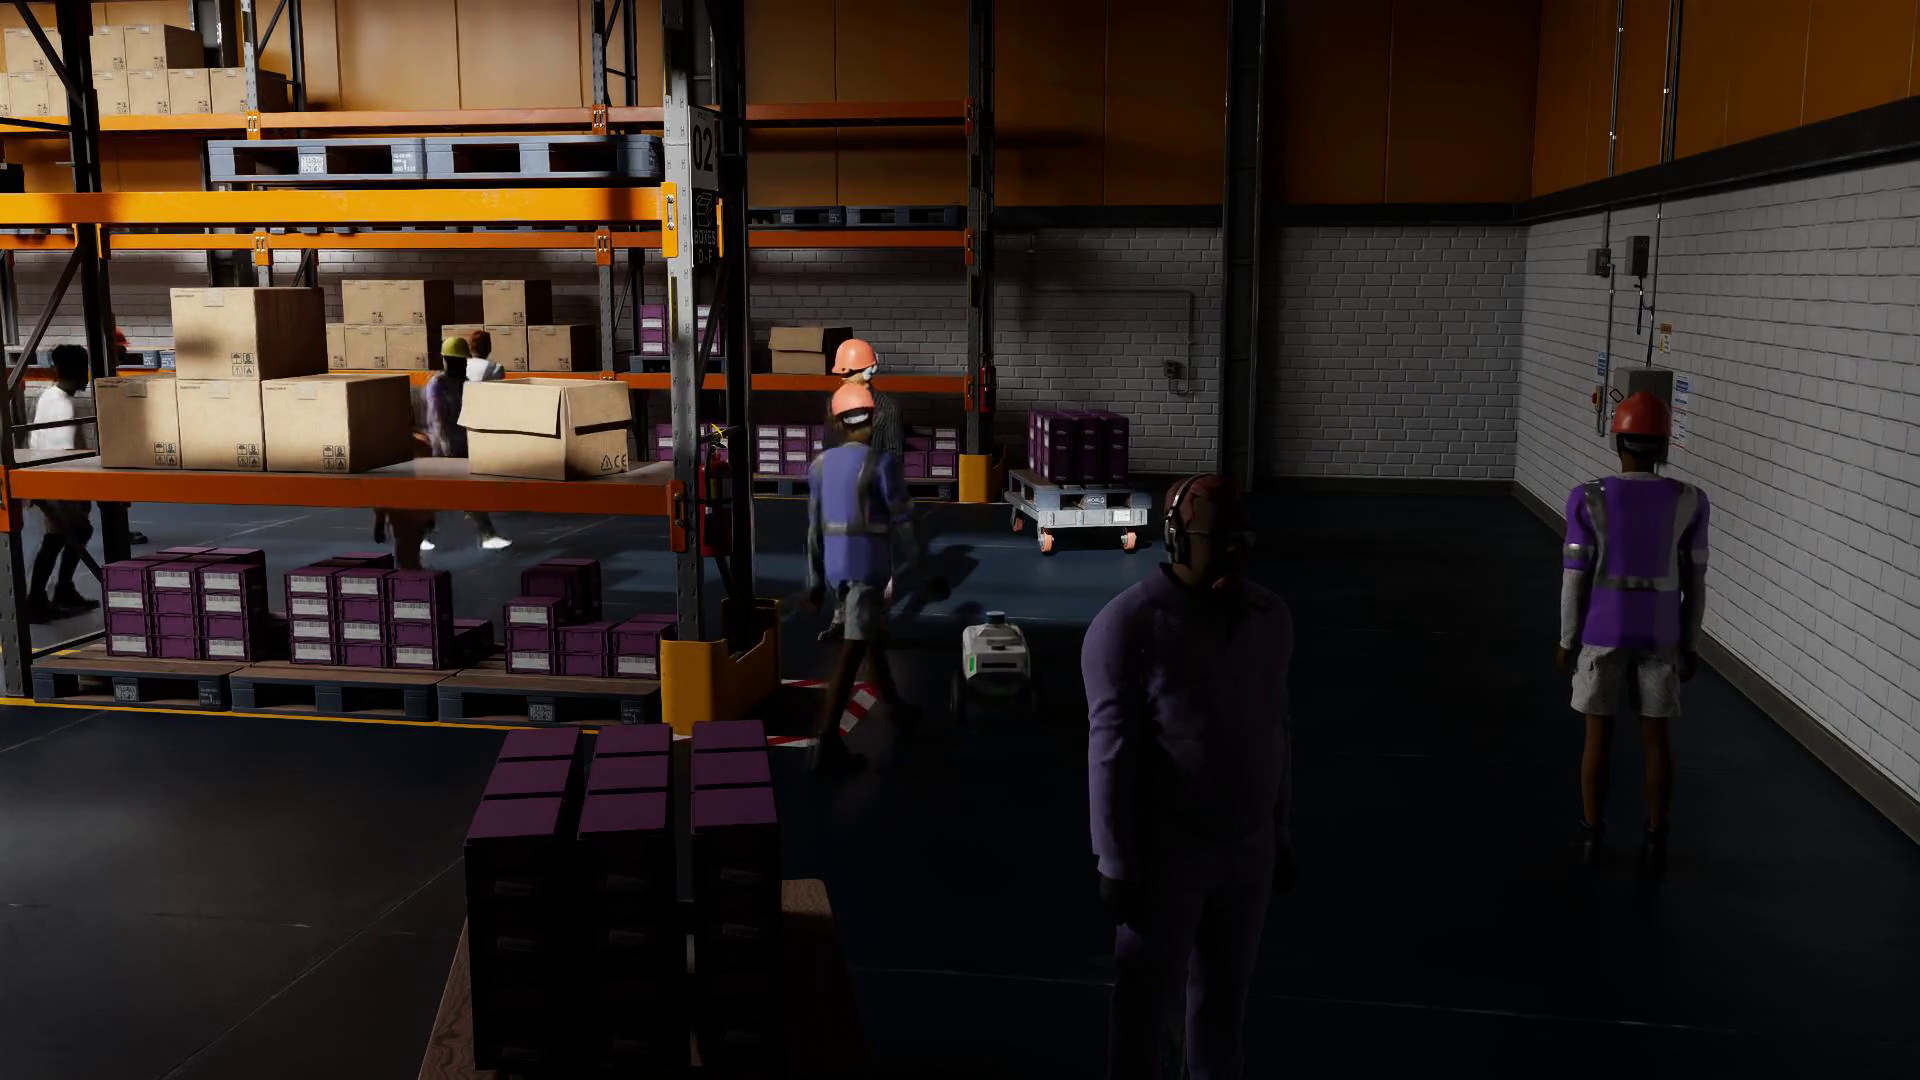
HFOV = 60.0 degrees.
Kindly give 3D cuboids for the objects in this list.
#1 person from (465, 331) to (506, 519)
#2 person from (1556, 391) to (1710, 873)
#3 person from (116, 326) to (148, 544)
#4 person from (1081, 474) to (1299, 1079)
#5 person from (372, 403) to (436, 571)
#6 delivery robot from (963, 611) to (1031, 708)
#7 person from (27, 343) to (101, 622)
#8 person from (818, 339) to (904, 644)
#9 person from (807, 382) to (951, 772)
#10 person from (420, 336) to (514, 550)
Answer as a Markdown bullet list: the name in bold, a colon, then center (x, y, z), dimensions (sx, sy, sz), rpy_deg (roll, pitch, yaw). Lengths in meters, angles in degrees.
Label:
- **person**: center (-4.713, -1.155, 16.502), dimensions (0.605, 1.824, 1.000), rpy_deg (3, 10, 17)
- **person**: center (2.694, 0.370, 6.712), dimensions (0.551, 1.935, 0.375), rpy_deg (2, 9, 11)
- **person**: center (-7.469, -0.925, 14.742), dimensions (0.356, 1.937, 0.552), rpy_deg (-6, 11, -31)
- **person**: center (0.623, 0.778, 4.276), dimensions (0.641, 1.908, 0.407), rpy_deg (-6, 11, -32)
- **person**: center (-3.608, -0.133, 10.791), dimensions (0.448, 1.620, 0.539), rpy_deg (2, 9, 15)
- **delivery robot**: center (0.194, 0.632, 9.068), dimensions (0.477, 0.478, 0.707), rpy_deg (0, 9, -2)
- **person**: center (-6.231, -0.392, 11.464), dimensions (0.596, 1.920, 0.618), rpy_deg (-5, 10, -29)
- **person**: center (-0.653, -0.297, 10.701), dimensions (0.611, 1.985, 0.394), rpy_deg (6, 11, 32)
- **person**: center (-0.460, 0.168, 8.216), dimensions (0.653, 1.863, 0.983), rpy_deg (8, 12, 41)
- **person**: center (-4.412, -0.823, 14.348), dimensions (1.010, 1.867, 0.613), rpy_deg (3, 10, 19)
